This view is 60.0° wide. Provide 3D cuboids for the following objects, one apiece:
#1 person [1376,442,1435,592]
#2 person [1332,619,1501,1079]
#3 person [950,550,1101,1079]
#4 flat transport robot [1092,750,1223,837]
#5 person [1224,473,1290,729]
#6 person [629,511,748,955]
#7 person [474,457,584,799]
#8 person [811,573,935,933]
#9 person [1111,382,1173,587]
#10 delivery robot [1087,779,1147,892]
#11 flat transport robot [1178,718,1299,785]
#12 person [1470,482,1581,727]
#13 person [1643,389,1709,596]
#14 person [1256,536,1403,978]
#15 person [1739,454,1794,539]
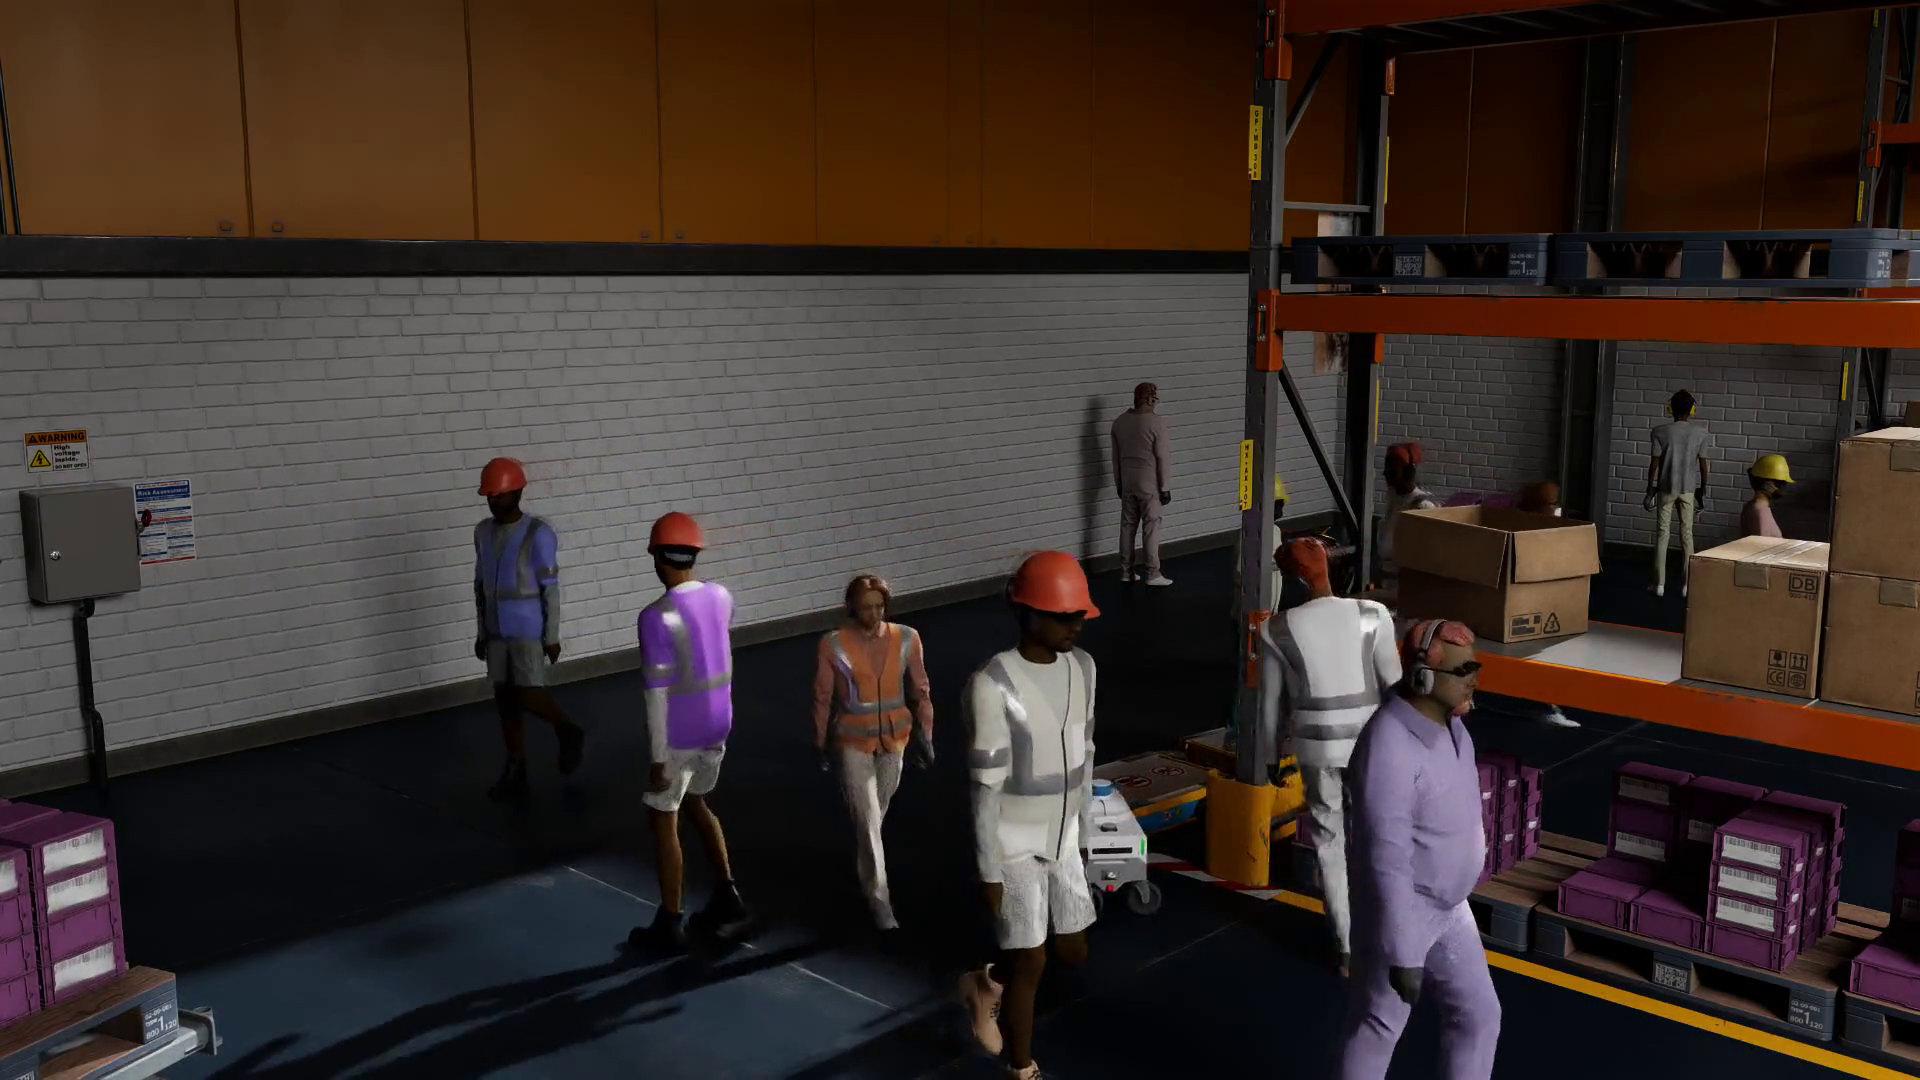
[{"bbox_3d":[2.793,0.316,10.467,0.406,1.876,0.624,-1,9,-9],"label":"person"},{"bbox_3d":[1.512,1.179,5.171,0.773,1.878,0.685,6,11,35],"label":"person"},{"bbox_3d":[0.205,1.015,5.776,0.607,2.024,0.621,-9,13,-43],"label":"person"},{"bbox_3d":[0.861,1.388,8.813,1.431,0.197,0.652,-8,12,-40],"label":"flat transport robot"},{"bbox_3d":[1.785,0.470,9.871,0.327,1.767,0.533,6,11,33],"label":"person"},{"bbox_3d":[-1.219,0.822,7.286,0.513,1.901,0.551,6,11,34],"label":"person"},{"bbox_3d":[-2.457,0.478,9.342,0.551,1.921,0.552,5,11,29],"label":"person"},{"bbox_3d":[-0.398,0.932,7.595,0.532,1.595,0.884,-4,10,-22],"label":"person"},{"bbox_3d":[1.719,-0.518,15.517,0.638,1.903,0.408,9,13,43],"label":"person"},{"bbox_3d":[0.653,1.366,7.793,0.477,0.478,0.707,-1,9,-5],"label":"delivery robot"},{"bbox_3d":[1.911,1.231,9.774,1.431,0.197,0.652,-7,12,-37],"label":"flat transport robot"},{"bbox_3d":[3.642,0.402,10.832,0.788,1.603,0.510,4,10,25],"label":"person"},{"bbox_3d":[6.461,-0.421,15.017,0.533,1.869,0.311,2,10,13],"label":"person"},{"bbox_3d":[1.577,0.896,7.042,0.664,1.832,0.558,1,9,3],"label":"person"},{"bbox_3d":[5.167,0.321,10.790,0.329,1.765,0.526,3,10,19],"label":"person"}]
